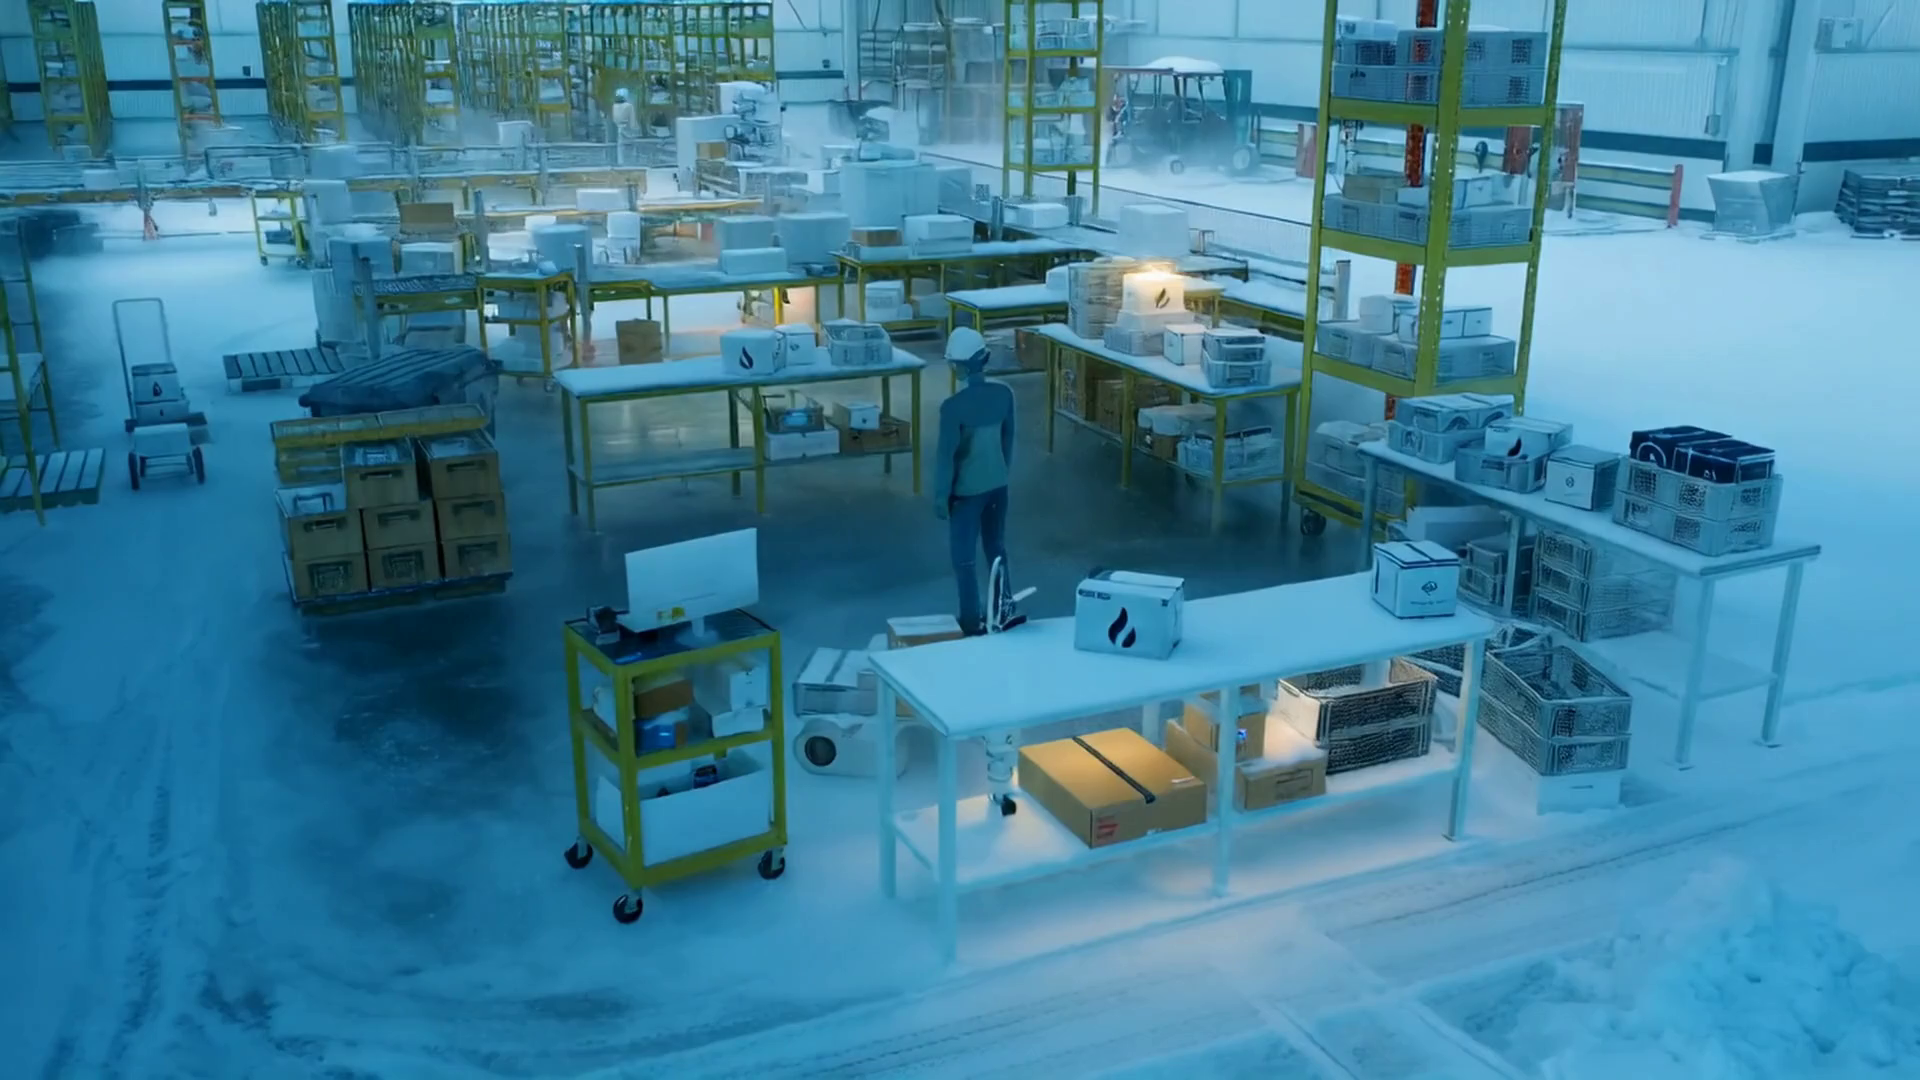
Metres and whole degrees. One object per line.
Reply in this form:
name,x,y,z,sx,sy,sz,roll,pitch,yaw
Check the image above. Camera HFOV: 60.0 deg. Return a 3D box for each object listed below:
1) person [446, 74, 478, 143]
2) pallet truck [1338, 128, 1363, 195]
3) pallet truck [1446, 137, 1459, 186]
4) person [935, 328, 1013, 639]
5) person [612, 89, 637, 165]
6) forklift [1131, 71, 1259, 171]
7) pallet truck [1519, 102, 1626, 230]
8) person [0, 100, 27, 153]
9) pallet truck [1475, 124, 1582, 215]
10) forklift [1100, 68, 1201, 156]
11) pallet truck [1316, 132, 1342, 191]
person,-13.271,-11.394,43.973,0.952,1.800,0.580,-6,19,-19
pallet truck,7.845,-7.140,31.411,1.522,1.261,0.704,-9,20,-25
pallet truck,9.184,-6.485,29.328,1.630,1.274,0.653,-8,19,-23
person,0.069,-0.277,9.038,0.534,1.758,0.346,-15,23,-40
person,-7.231,-8.746,35.649,0.612,1.784,0.948,9,20,27
forklift,4.998,-8.936,35.413,2.680,1.987,1.157,-9,20,-25
pallet truck,9.972,-6.037,26.785,1.885,1.965,0.823,-9,20,-25
person,-23.712,-10.509,40.981,1.038,1.946,0.618,-13,22,-35
pallet truck,9.707,-6.455,28.103,1.885,1.965,0.823,-7,19,-20
forklift,4.082,-9.564,37.410,2.680,1.987,1.157,-8,19,-23
pallet truck,7.723,-7.504,32.656,1.601,1.201,0.680,-8,19,-23
